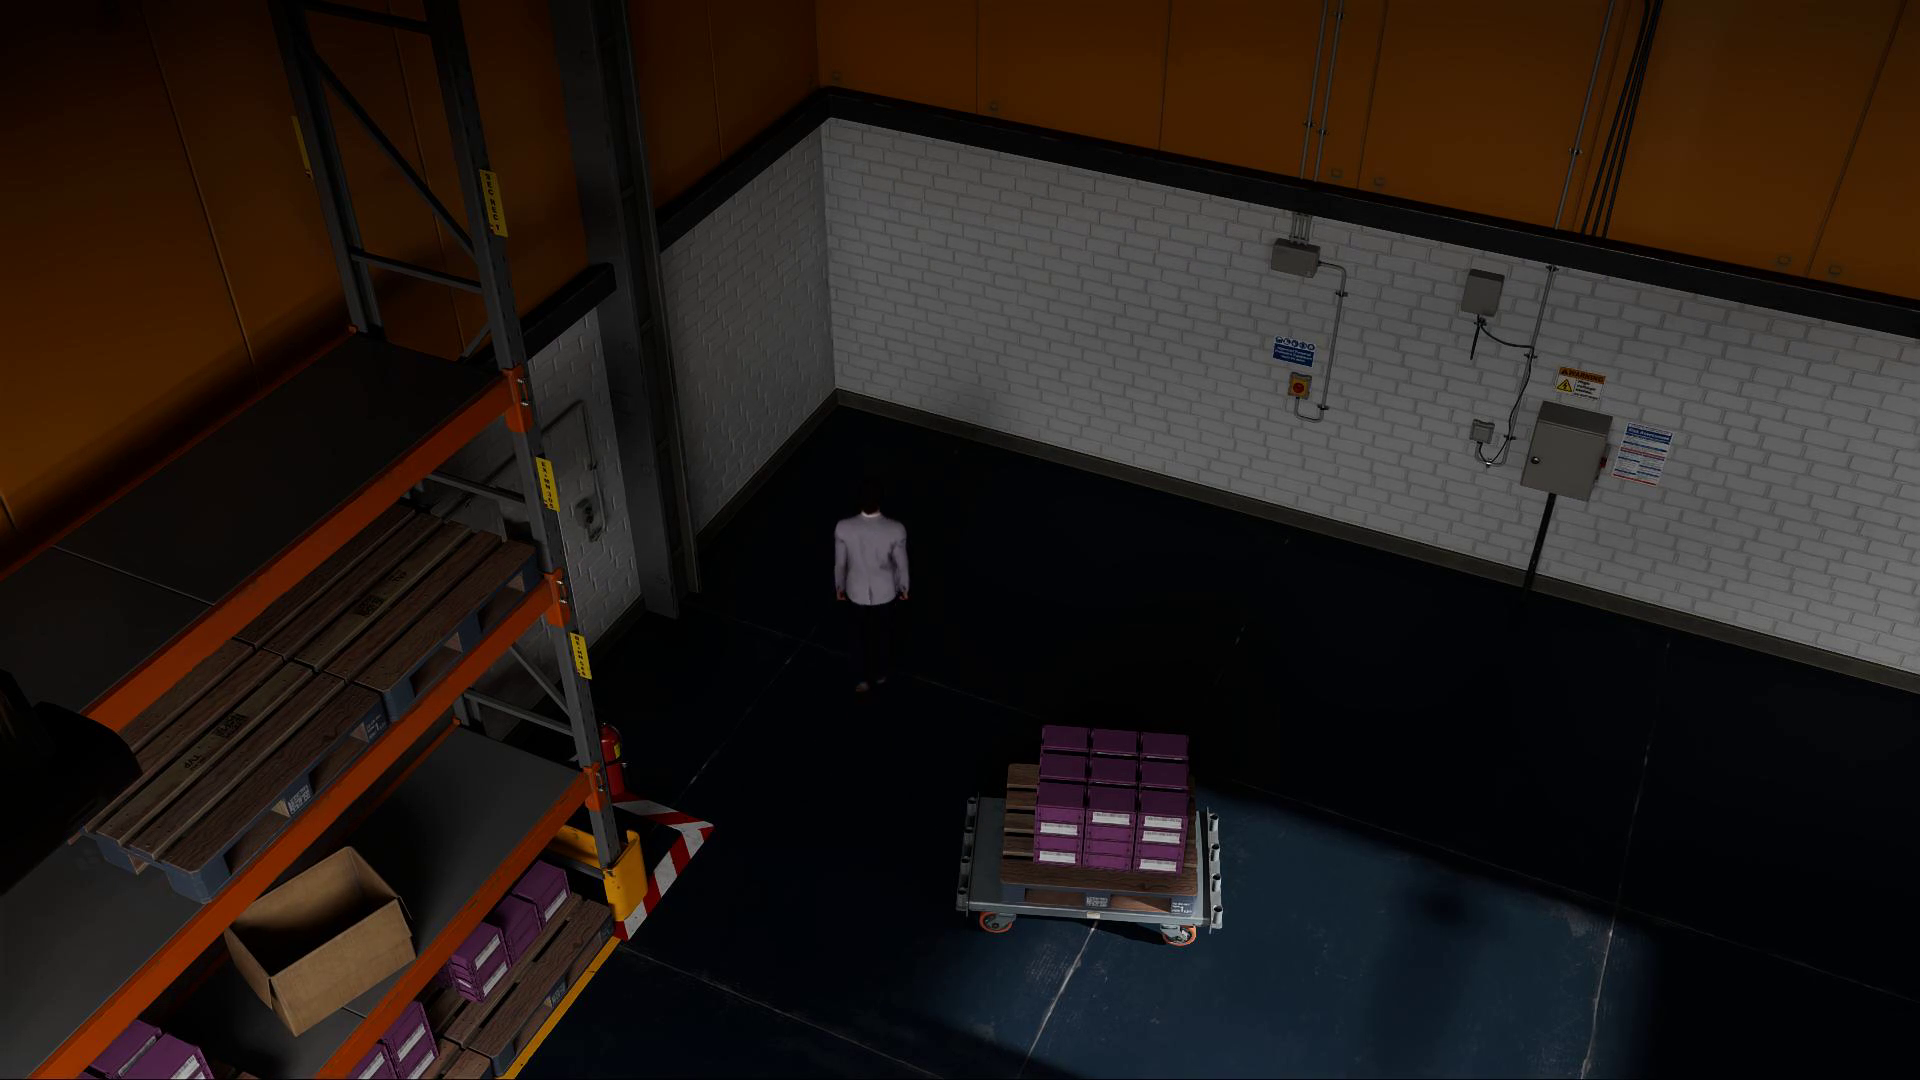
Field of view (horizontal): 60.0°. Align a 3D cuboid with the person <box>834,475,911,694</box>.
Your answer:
[{"bbox_3d":[-0.631,0.389,11.734,0.873,1.837,0.985,1,39,2],"label":"person"}]
